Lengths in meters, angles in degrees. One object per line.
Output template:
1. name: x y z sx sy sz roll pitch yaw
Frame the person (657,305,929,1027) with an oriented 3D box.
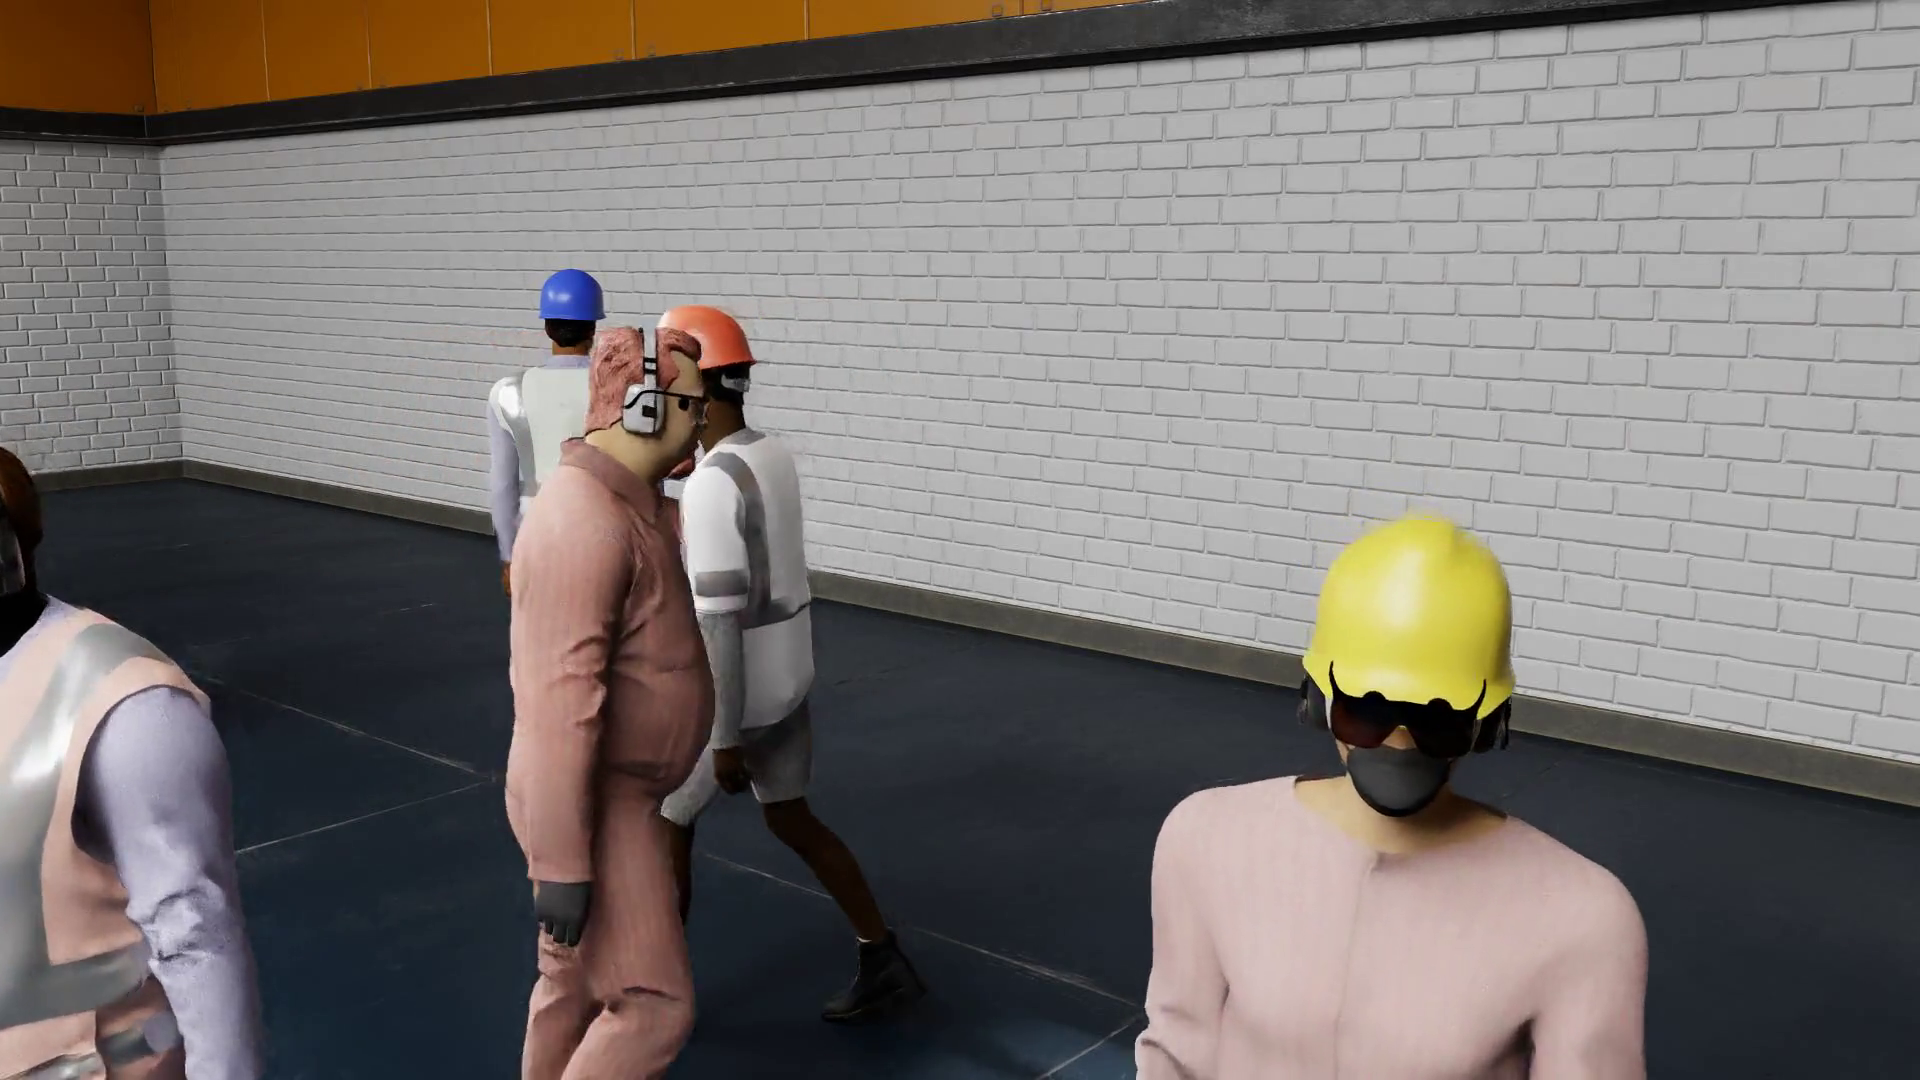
1. person: -0.526 0.360 4.184 0.875 1.906 0.554 3 10 16

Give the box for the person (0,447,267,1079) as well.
1. person: -1.299 0.743 2.267 0.642 1.785 0.978 4 11 24

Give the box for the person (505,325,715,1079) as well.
1. person: -0.700 0.524 3.270 0.476 1.874 0.663 -2 10 -10

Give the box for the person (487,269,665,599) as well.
1. person: -1.328 0.035 5.840 0.604 1.949 0.389 -1 10 -3

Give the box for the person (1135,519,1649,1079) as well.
1. person: 0.435 0.838 1.792 0.554 1.753 0.350 4 11 23
